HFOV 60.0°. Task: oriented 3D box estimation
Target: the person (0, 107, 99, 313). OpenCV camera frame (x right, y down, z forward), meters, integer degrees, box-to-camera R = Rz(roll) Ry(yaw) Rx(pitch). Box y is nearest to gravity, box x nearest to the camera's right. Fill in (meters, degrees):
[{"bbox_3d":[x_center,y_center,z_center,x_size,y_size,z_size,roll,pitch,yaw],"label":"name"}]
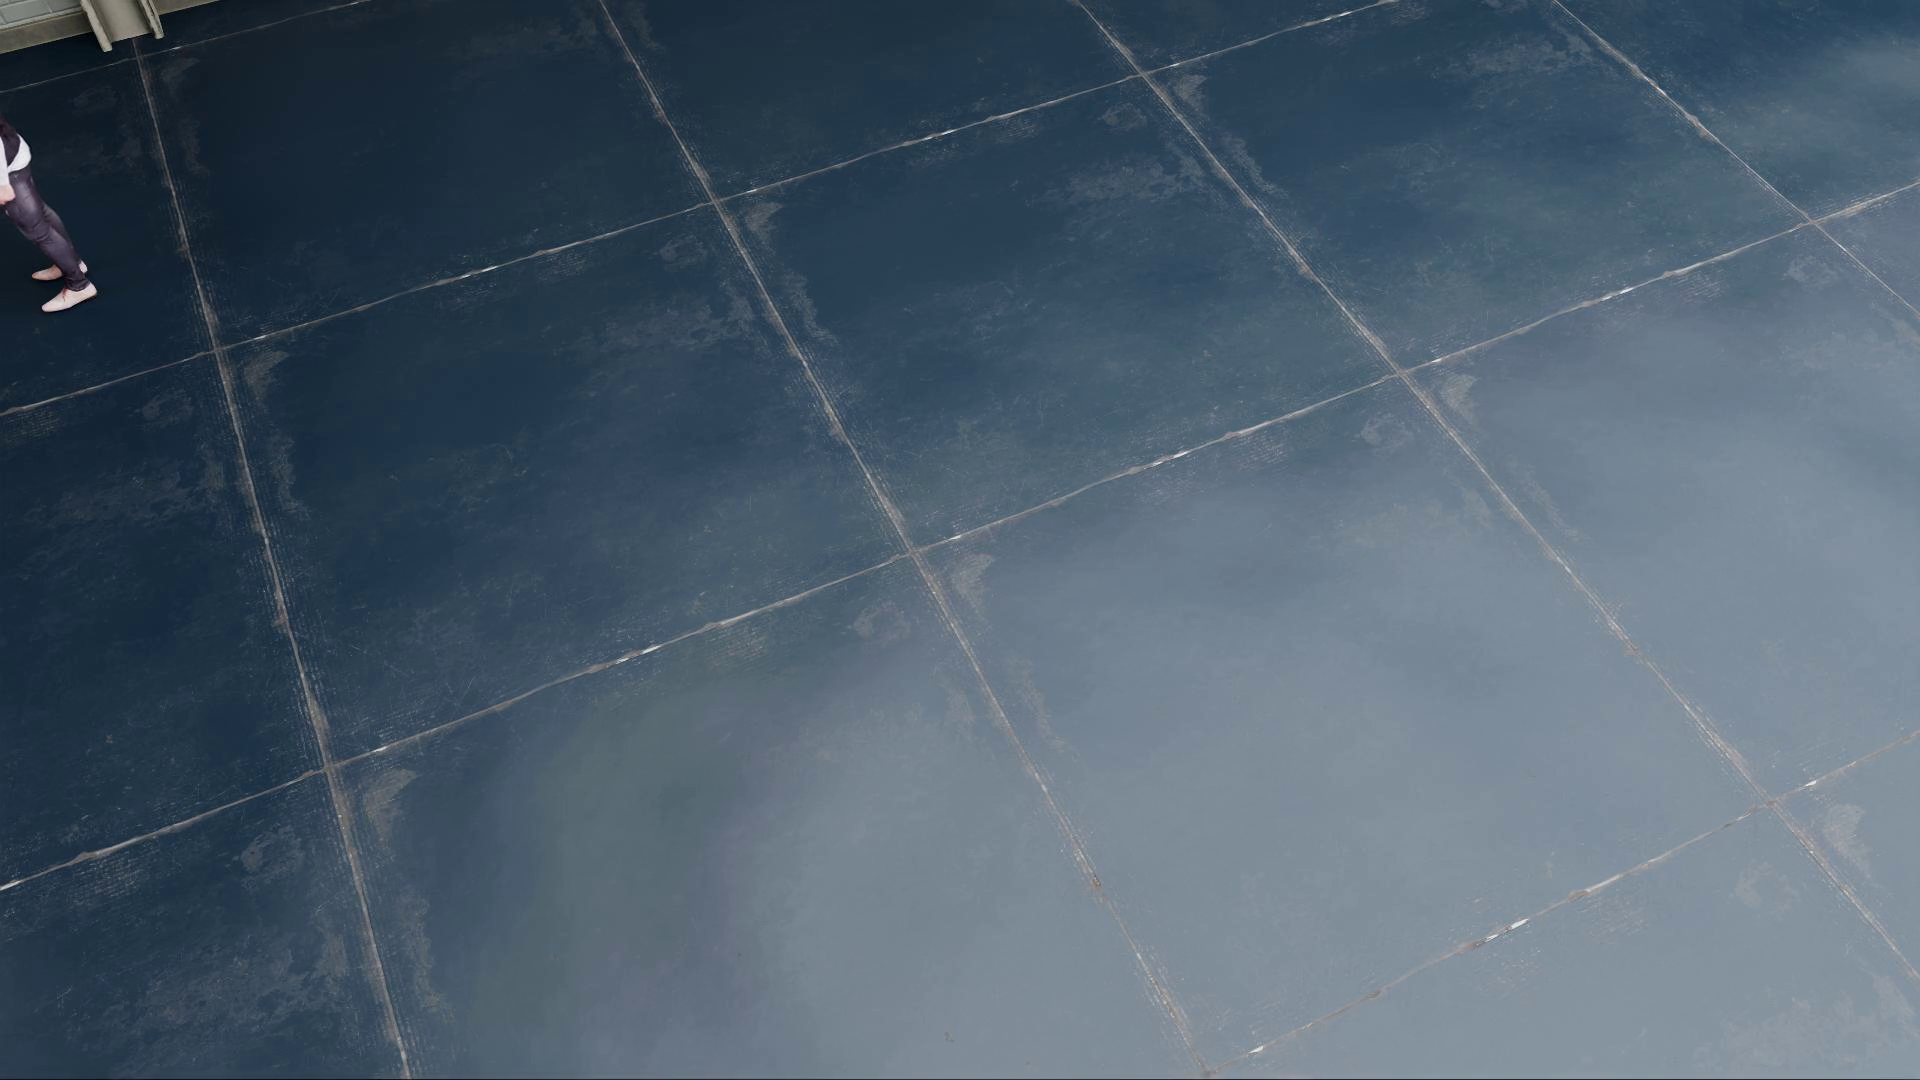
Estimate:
[{"bbox_3d":[-5.210,-2.028,9.035,0.574,1.823,0.690,-22,55,-16],"label":"person"}]
